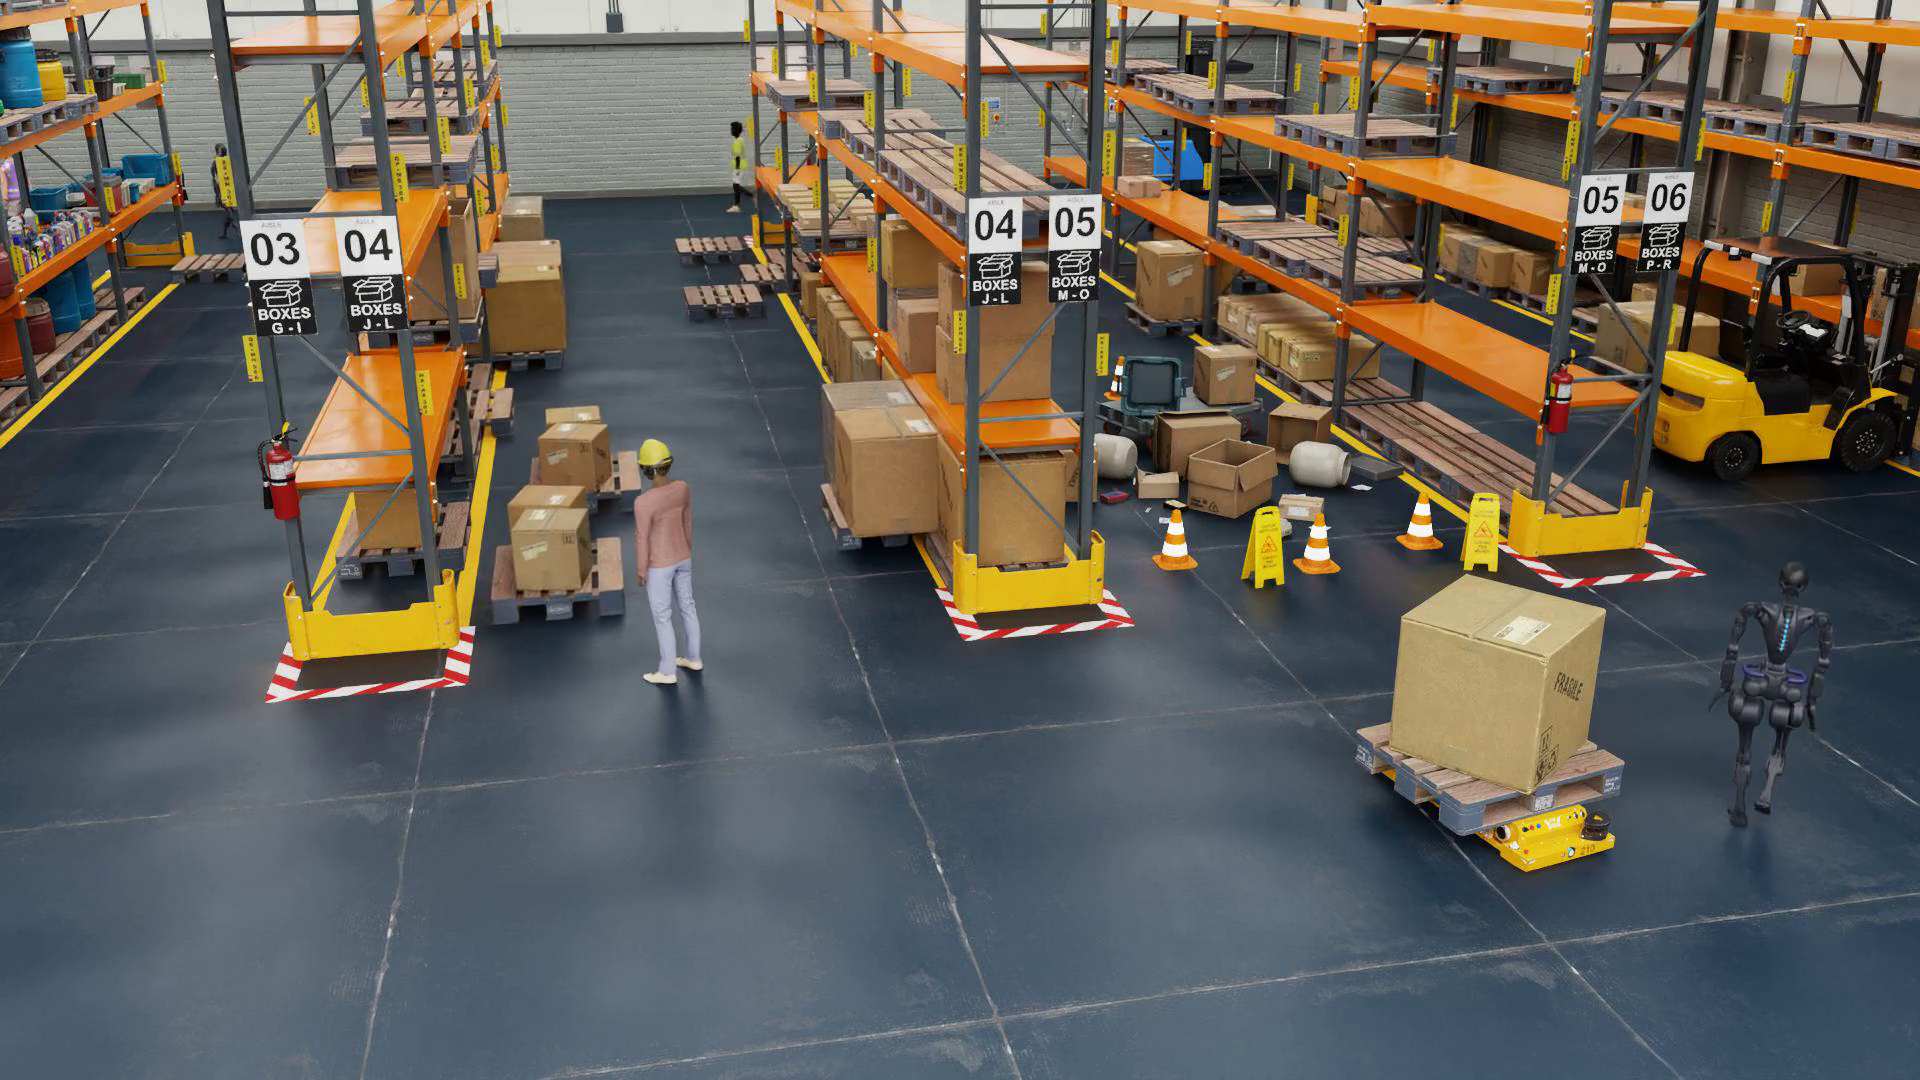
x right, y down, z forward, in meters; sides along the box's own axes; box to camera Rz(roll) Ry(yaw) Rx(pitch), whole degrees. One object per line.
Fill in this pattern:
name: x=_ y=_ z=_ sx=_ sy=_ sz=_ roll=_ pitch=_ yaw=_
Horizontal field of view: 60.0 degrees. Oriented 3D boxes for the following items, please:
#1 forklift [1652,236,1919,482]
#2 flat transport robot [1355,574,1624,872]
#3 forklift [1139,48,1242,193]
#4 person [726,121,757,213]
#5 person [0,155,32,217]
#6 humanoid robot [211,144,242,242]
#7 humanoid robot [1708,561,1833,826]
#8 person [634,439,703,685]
forklift: x=8.013 y=-1.814 z=16.330 sx=2.313 sy=2.155 sz=1.214 roll=-4 pitch=21 yaw=-12
flat transport robot: x=3.179 y=1.533 z=10.075 sx=0.659 sy=0.231 sz=1.431 roll=-9 pitch=22 yaw=-23
forklift: x=4.566 y=-8.313 z=32.860 sx=1.873 sy=2.768 sz=1.129 roll=-4 pitch=21 yaw=-12
person: x=-4.026 y=-6.861 z=30.636 sx=0.575 sy=1.676 sz=0.542 roll=-1 pitch=20 yaw=-2
person: x=-15.370 y=-5.565 z=27.152 sx=0.348 sy=1.688 sz=0.491 roll=11 pitch=23 yaw=28
humanoid robot: x=-12.296 y=-5.850 z=28.001 sx=0.783 sy=1.622 sz=0.612 roll=7 pitch=21 yaw=18
humanoid robot: x=4.732 y=0.906 z=9.745 sx=0.588 sy=1.648 sz=0.359 roll=7 pitch=22 yaw=19
person: x=-2.079 y=0.147 z=11.677 sx=0.344 sy=1.759 sz=0.517 roll=13 pitch=24 yaw=31
